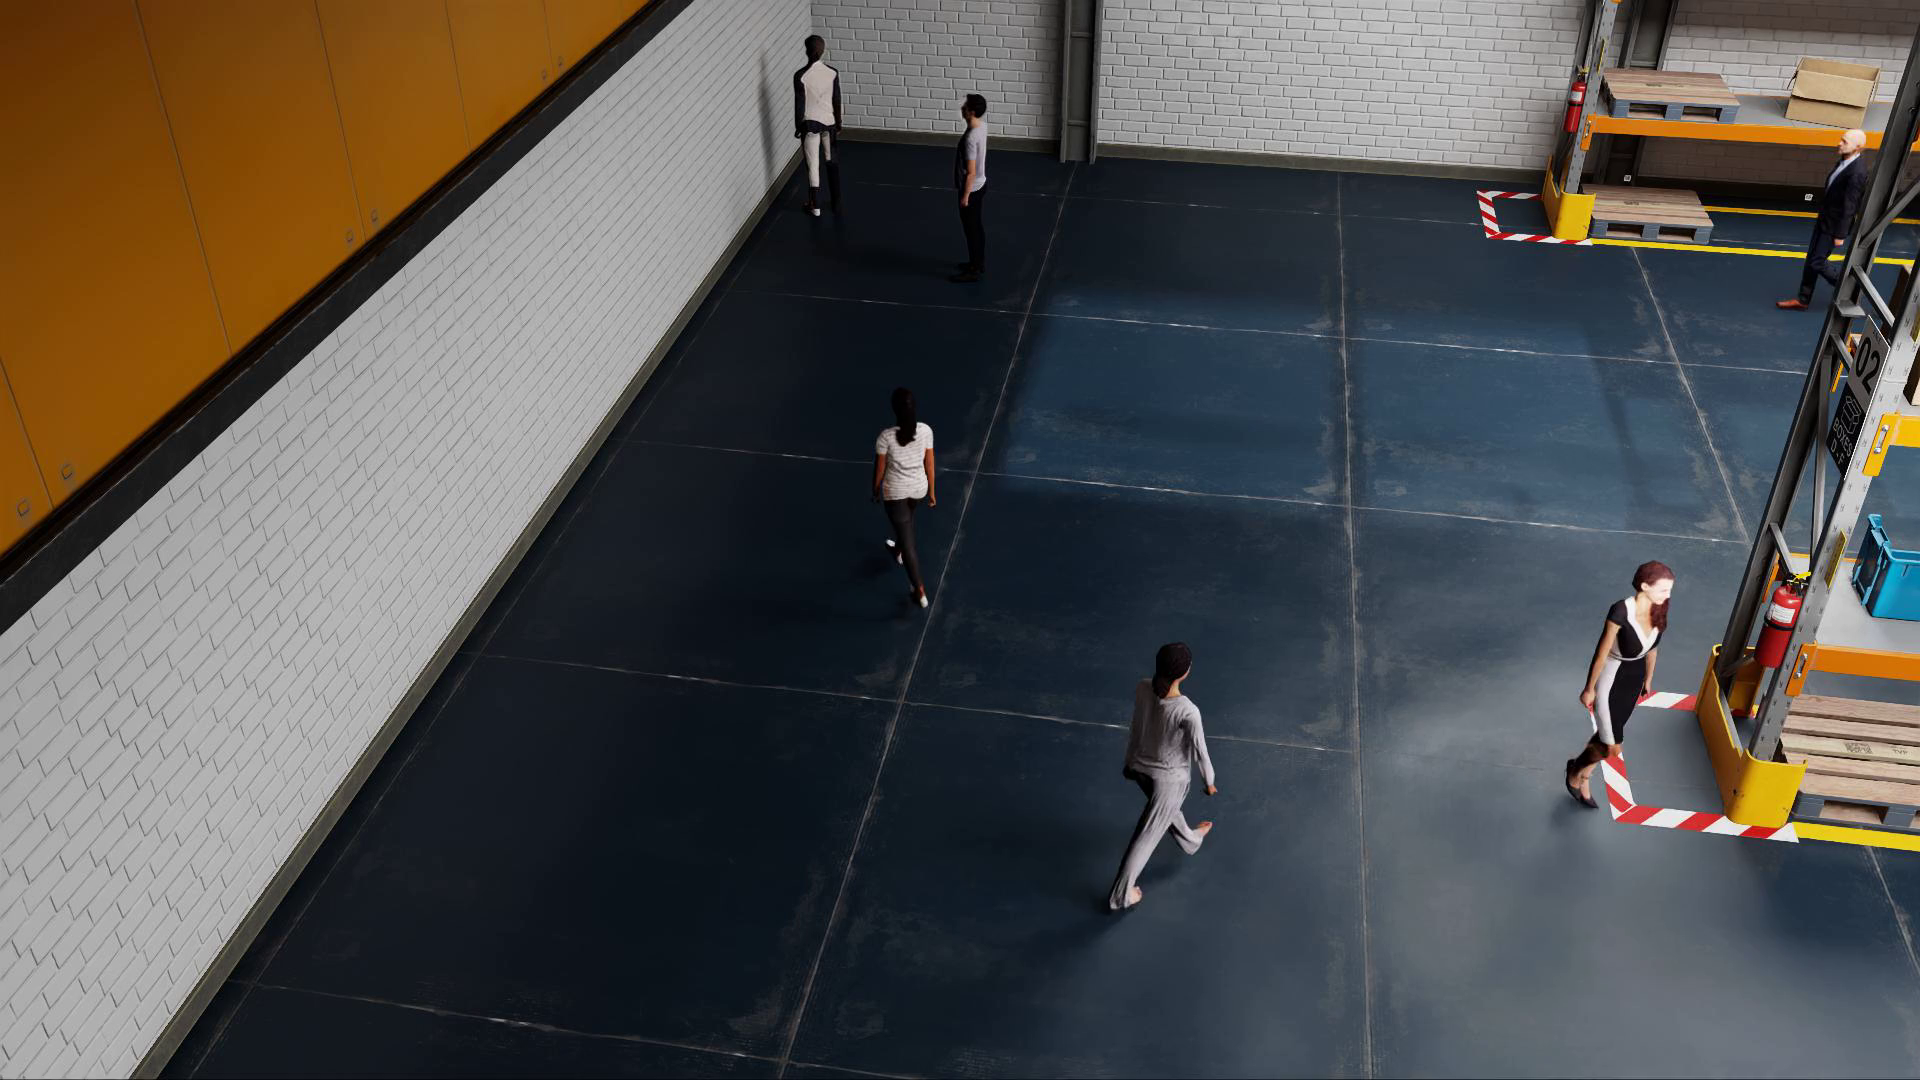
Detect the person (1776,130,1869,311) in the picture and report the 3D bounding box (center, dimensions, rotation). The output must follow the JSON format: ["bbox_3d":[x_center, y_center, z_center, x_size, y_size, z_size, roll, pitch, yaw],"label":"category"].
[{"bbox_3d":[8.253,-2.959,15.582,0.873,1.792,0.722,3,34,5],"label":"person"}]

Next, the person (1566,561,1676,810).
[{"bbox_3d":[3.828,0.835,9.880,0.716,1.786,0.788,-17,37,-23],"label":"person"}]

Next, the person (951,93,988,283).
[{"bbox_3d":[0.125,-3.438,16.236,0.553,1.864,0.670,8,34,11],"label":"person"}]

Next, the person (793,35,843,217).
[{"bbox_3d":[-1.507,-4.397,17.656,0.735,1.890,0.844,-14,36,-20],"label":"person"}]

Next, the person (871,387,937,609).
[{"bbox_3d":[-0.360,-0.275,11.715,1.106,1.602,1.043,-13,36,-19],"label":"person"}]

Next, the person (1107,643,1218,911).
[{"bbox_3d":[1.049,1.350,9.158,1.120,1.725,1.111,-25,41,-32],"label":"person"}]
